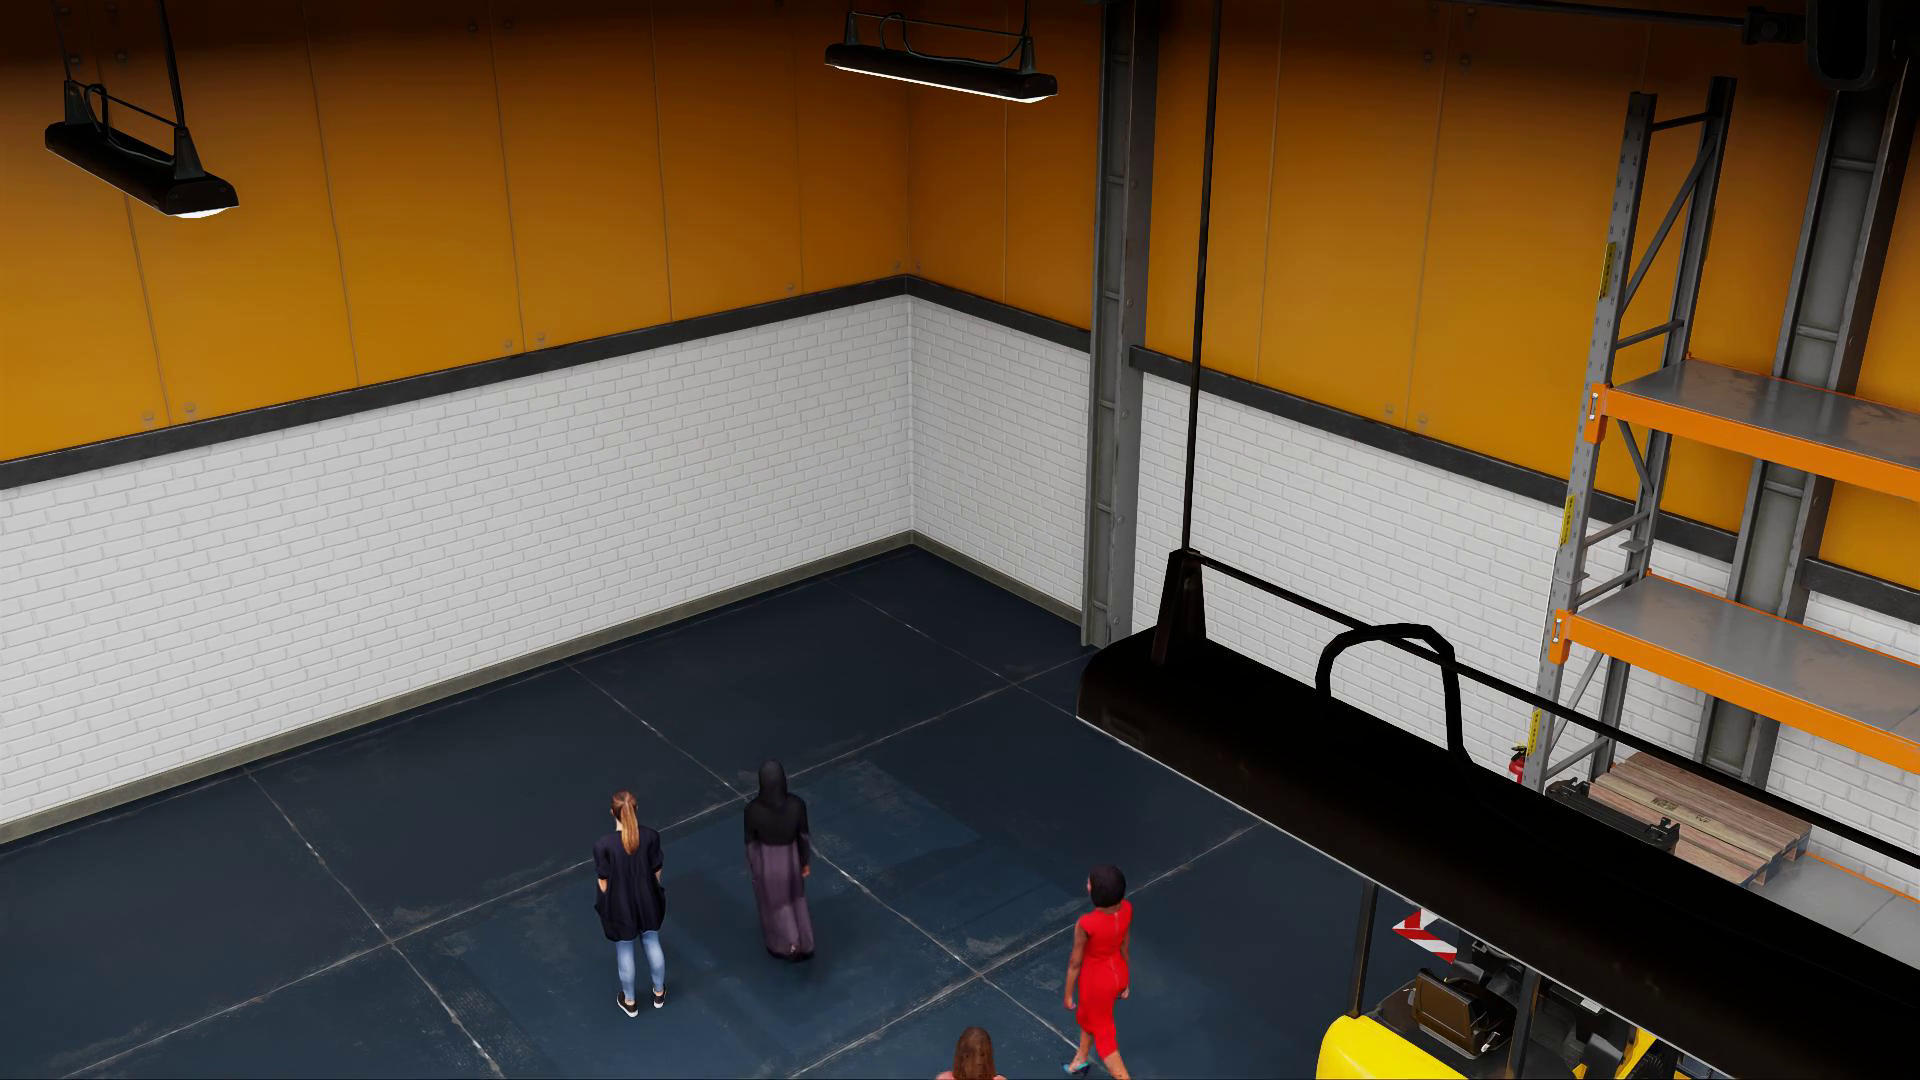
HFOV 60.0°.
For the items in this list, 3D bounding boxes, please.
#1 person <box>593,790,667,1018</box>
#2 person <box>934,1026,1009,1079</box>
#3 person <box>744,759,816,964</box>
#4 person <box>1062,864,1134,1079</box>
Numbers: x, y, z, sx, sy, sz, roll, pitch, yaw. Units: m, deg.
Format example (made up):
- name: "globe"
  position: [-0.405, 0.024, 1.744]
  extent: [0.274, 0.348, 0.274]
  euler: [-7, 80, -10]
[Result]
- name: "person"
  position: [-2.164, 2.386, 10.978]
  extent: [0.692, 1.684, 0.653]
  euler: [-10, 26, -22]
- name: "person"
  position: [0.050, 3.339, 8.794]
  extent: [0.815, 1.687, 0.875]
  euler: [2, 24, 4]
- name: "person"
  position: [-1.250, 2.249, 11.388]
  extent: [0.793, 1.607, 0.933]
  euler: [-5, 24, -12]
- name: "person"
  position: [0.921, 2.770, 10.069]
  extent: [0.597, 1.709, 1.097]
  euler: [-18, 29, -35]
